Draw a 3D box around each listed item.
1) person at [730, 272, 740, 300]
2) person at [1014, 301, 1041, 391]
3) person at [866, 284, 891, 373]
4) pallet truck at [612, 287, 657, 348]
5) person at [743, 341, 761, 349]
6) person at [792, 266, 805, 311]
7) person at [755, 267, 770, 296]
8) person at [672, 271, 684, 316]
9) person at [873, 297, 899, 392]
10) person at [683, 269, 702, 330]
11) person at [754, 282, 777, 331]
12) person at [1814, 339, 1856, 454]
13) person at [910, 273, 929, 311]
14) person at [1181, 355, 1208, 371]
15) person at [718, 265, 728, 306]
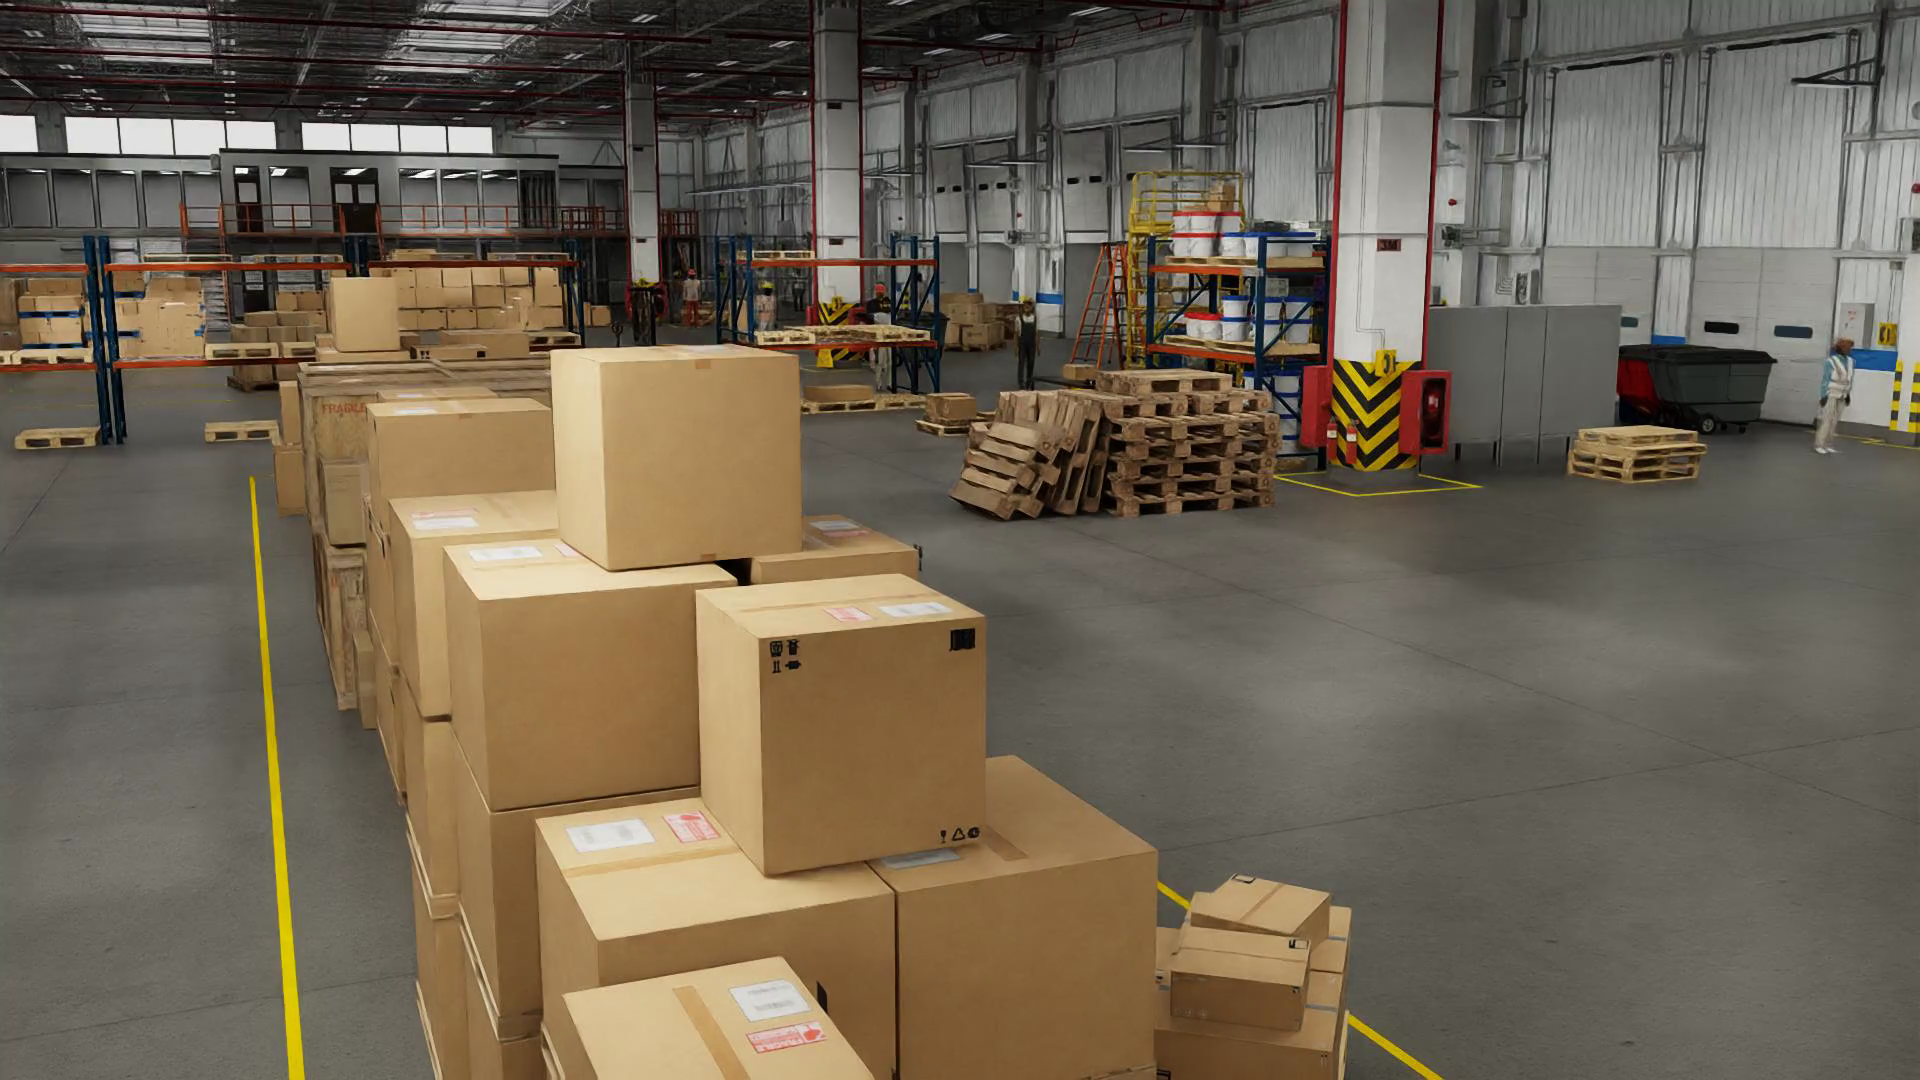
[{"bbox_3d":[-9.233,-10.239,68.382,0.540,1.695,0.317,-4,11,-23],"label":"person"},{"bbox_3d":[1.310,-3.690,32.031,0.505,1.820,0.619,-2,11,-13],"label":"person"},{"bbox_3d":[-1.791,-4.704,37.058,0.623,1.989,0.401,-4,11,-23],"label":"person"},{"bbox_3d":[-6.464,-4.406,35.401,0.823,1.965,1.885,6,12,32],"label":"pallet truck"},{"bbox_3d":[-2.184,-1.125,17.481,0.635,1.937,0.352,-4,11,-23],"label":"person"},{"bbox_3d":[-6.631,-10.383,68.516,0.551,1.932,0.378,-4,11,-23],"label":"person"},{"bbox_3d":[-8.602,-11.080,72.472,0.651,1.909,0.432,1,10,5],"label":"person"},{"bbox_3d":[-10.863,-9.473,64.101,0.623,1.729,0.391,1,10,7],"label":"person"},{"bbox_3d":[-1.449,-3.832,32.596,0.534,1.868,0.309,-4,11,-23],"label":"person"},{"bbox_3d":[-8.820,-7.937,54.872,0.623,1.992,0.396,-4,11,-23],"label":"person"},{"bbox_3d":[-4.972,-5.590,42.254,0.363,1.889,0.720,10,14,44],"label":"person"},{"bbox_3d":[12.204,-1.998,23.207,0.522,1.606,0.426,-5,11,-25],"label":"person"},{"bbox_3d":[-1.376,-8.203,56.882,0.630,1.819,0.571,-2,10,-11],"label":"person"},{"bbox_3d":[3.700,-2.590,26.096,0.492,1.742,0.320,-4,11,-23],"label":"person"},{"bbox_3d":[-10.533,-11.272,73.679,0.634,1.839,0.429,-4,11,-23],"label":"person"}]
